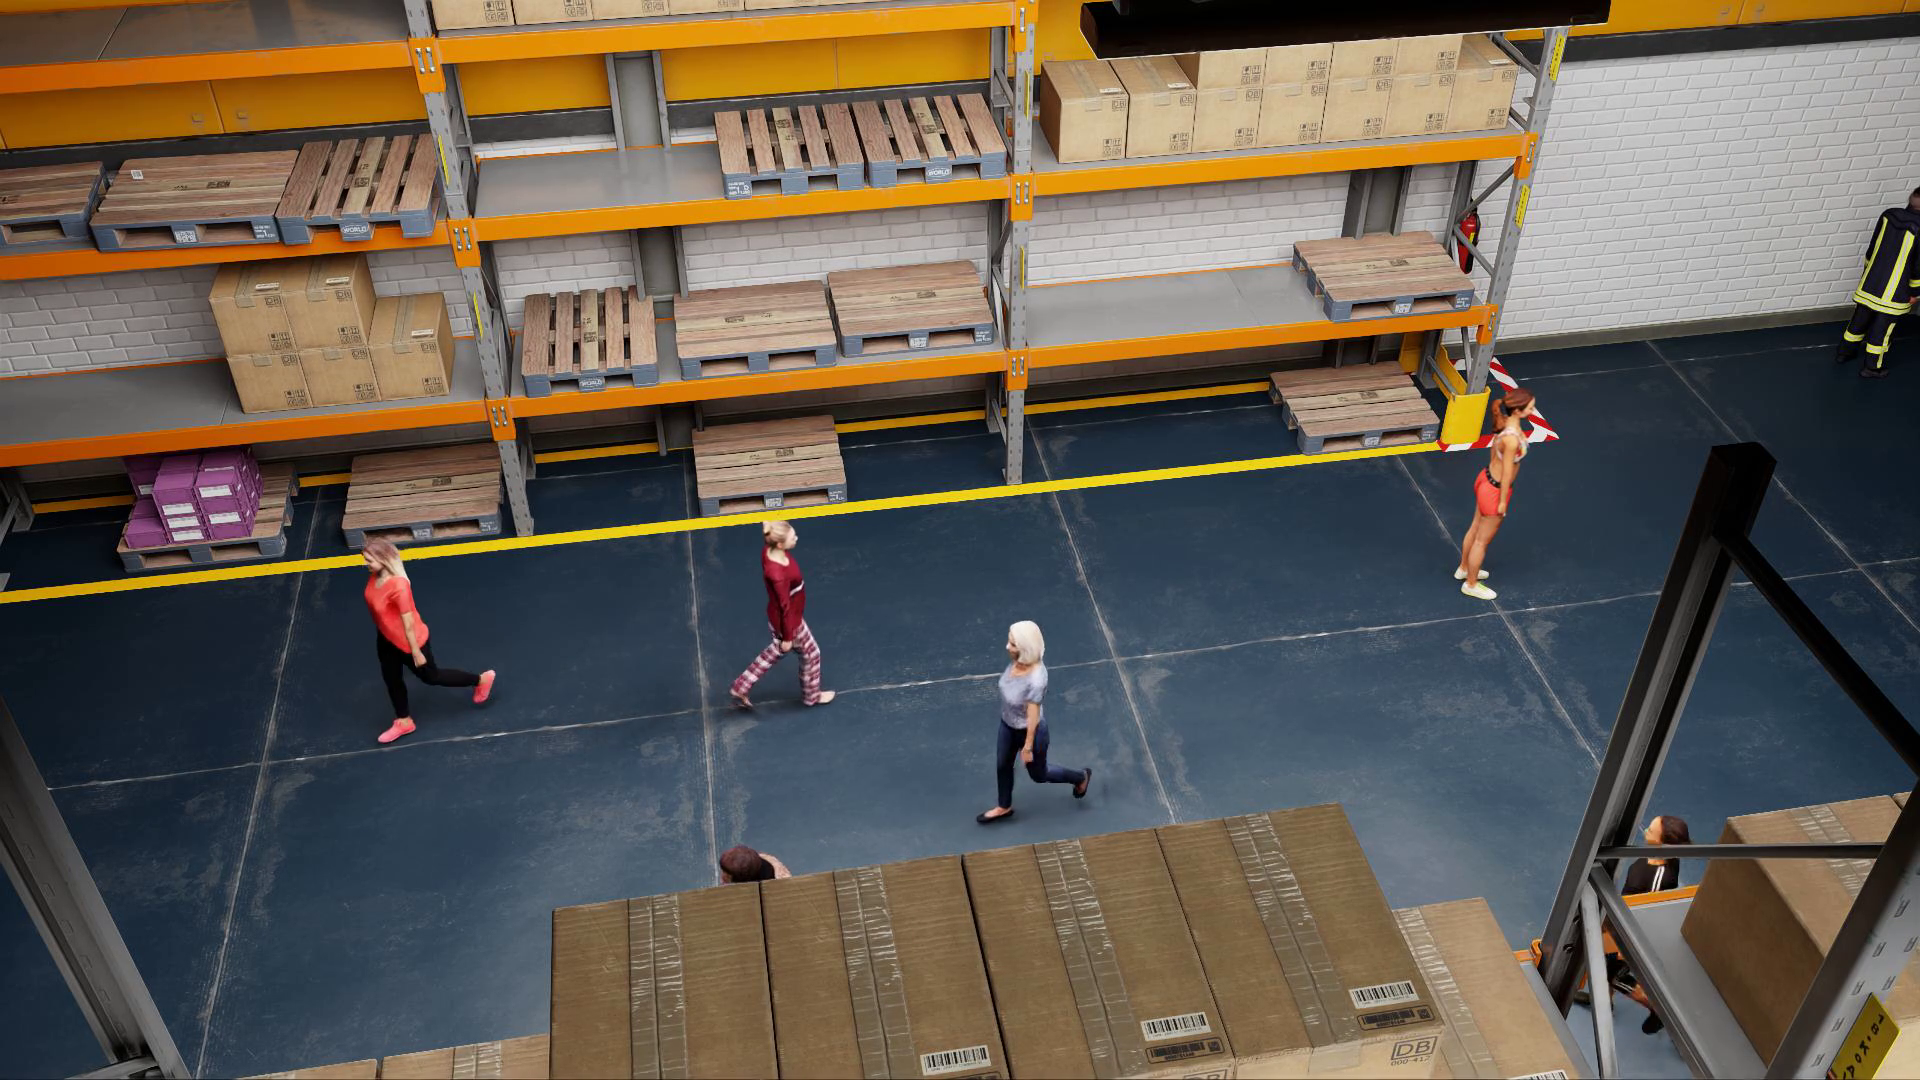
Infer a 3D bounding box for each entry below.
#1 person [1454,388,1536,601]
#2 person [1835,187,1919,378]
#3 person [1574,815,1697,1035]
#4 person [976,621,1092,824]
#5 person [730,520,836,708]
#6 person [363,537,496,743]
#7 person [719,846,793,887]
[{"bbox_3d":[3.950,-0.364,12.303,0.630,1.791,0.626,4,39,5],"label":"person"},{"bbox_3d":[8.231,-2.320,14.696,0.785,1.860,0.821,-16,41,-19],"label":"person"},{"bbox_3d":[3.842,2.170,9.239,0.928,1.655,0.830,15,41,18],"label":"person"},{"bbox_3d":[0.495,1.153,10.475,1.040,1.701,0.695,-13,40,-15],"label":"person"},{"bbox_3d":[-1.256,0.527,11.280,0.995,1.673,0.708,-12,40,-14],"label":"person"},{"bbox_3d":[-3.624,0.629,11.159,1.169,1.665,0.958,-28,47,-31],"label":"person"},{"bbox_3d":[-0.966,2.262,8.985,0.750,1.828,0.777,-8,39,-9],"label":"person"}]
